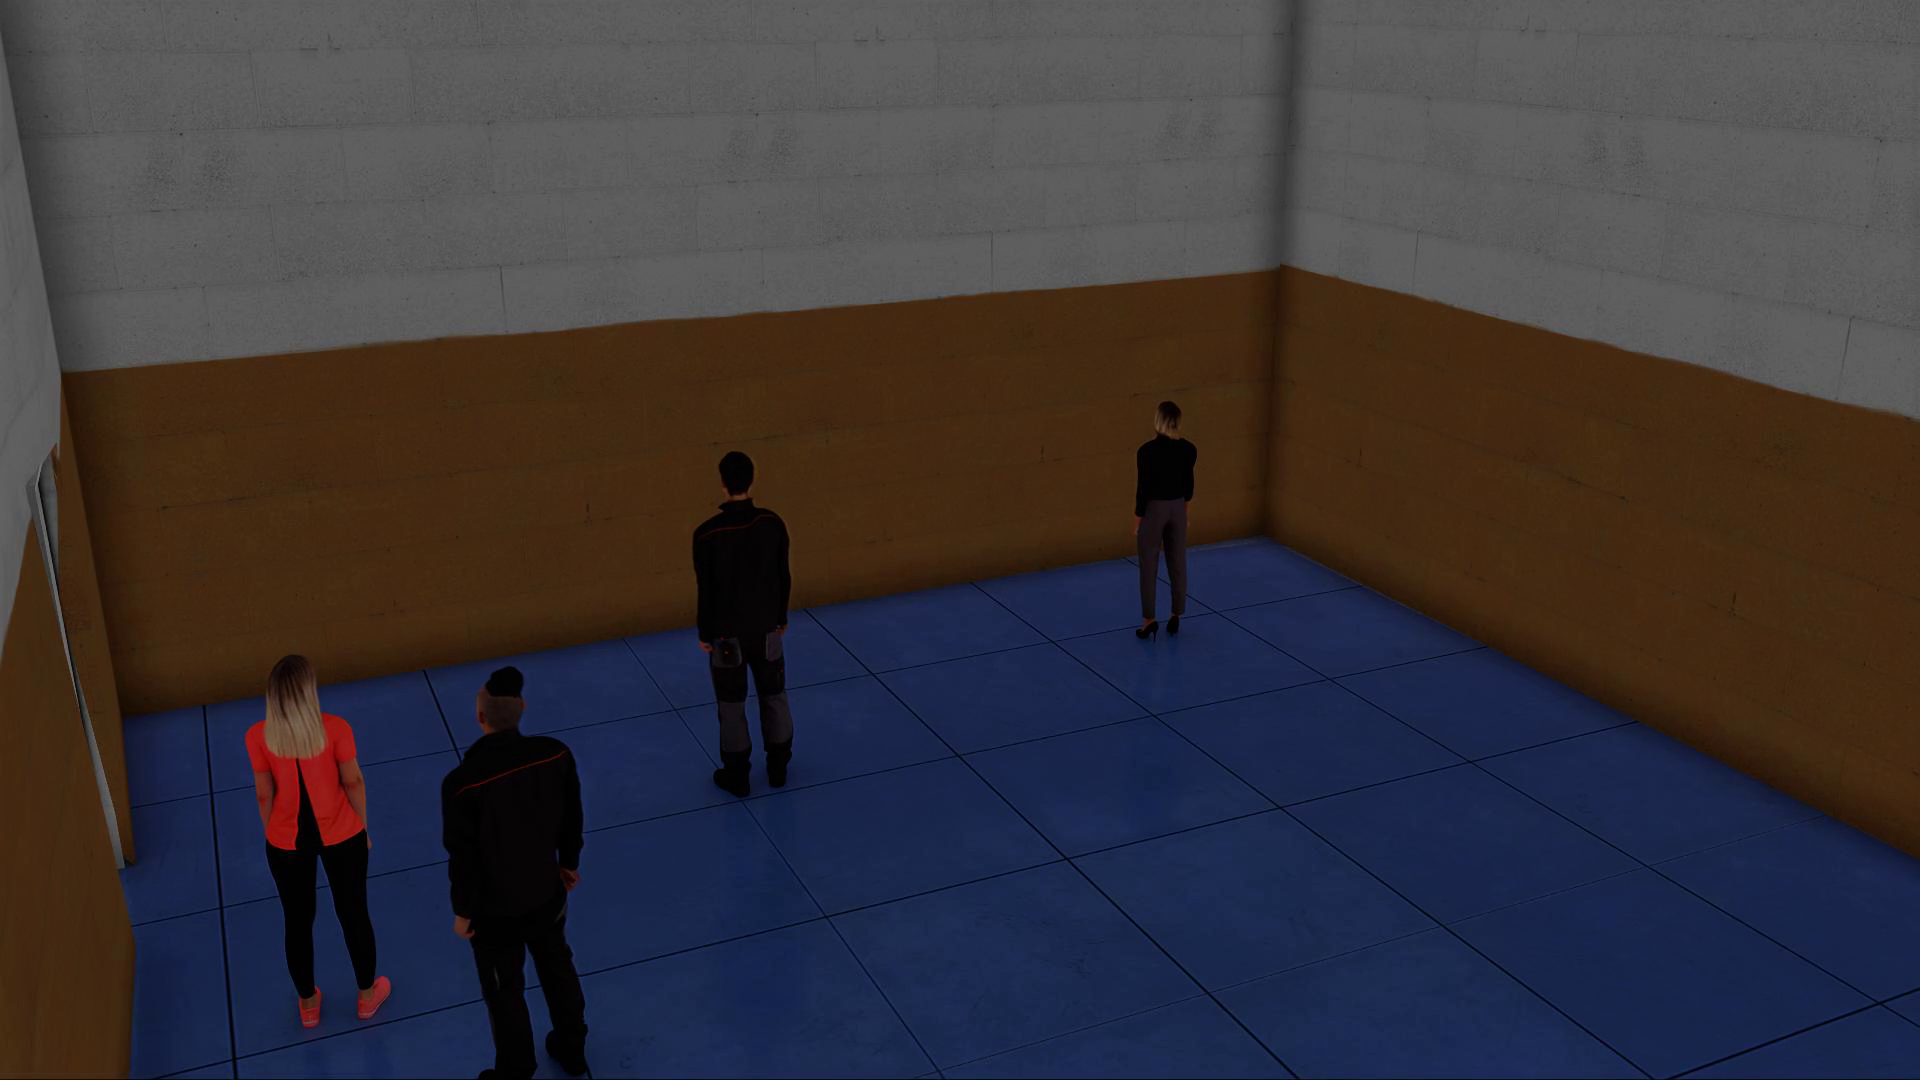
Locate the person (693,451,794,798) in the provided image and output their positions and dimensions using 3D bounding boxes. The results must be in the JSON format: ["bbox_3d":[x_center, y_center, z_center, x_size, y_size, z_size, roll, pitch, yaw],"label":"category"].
[{"bbox_3d":[-1.185,0.454,9.131,0.531,1.945,0.762,-10,21,-27],"label":"person"}]

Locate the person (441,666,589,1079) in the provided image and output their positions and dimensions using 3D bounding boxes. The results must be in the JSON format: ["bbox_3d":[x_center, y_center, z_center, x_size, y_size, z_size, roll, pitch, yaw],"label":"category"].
[{"bbox_3d":[-1.751,1.350,6.566,0.909,1.862,0.721,16,24,40],"label":"person"}]

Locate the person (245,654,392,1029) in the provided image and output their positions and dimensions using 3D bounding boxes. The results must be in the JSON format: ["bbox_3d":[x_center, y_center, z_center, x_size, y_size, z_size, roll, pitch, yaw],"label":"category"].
[{"bbox_3d":[-2.743,1.278,7.079,0.541,1.694,0.697,-4,19,-11],"label":"person"}]

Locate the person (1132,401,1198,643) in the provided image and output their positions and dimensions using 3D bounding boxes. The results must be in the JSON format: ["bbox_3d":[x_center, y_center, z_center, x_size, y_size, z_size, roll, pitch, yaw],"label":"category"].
[{"bbox_3d":[1.378,-0.127,11.282,0.469,1.671,0.664,-7,20,-21],"label":"person"}]
